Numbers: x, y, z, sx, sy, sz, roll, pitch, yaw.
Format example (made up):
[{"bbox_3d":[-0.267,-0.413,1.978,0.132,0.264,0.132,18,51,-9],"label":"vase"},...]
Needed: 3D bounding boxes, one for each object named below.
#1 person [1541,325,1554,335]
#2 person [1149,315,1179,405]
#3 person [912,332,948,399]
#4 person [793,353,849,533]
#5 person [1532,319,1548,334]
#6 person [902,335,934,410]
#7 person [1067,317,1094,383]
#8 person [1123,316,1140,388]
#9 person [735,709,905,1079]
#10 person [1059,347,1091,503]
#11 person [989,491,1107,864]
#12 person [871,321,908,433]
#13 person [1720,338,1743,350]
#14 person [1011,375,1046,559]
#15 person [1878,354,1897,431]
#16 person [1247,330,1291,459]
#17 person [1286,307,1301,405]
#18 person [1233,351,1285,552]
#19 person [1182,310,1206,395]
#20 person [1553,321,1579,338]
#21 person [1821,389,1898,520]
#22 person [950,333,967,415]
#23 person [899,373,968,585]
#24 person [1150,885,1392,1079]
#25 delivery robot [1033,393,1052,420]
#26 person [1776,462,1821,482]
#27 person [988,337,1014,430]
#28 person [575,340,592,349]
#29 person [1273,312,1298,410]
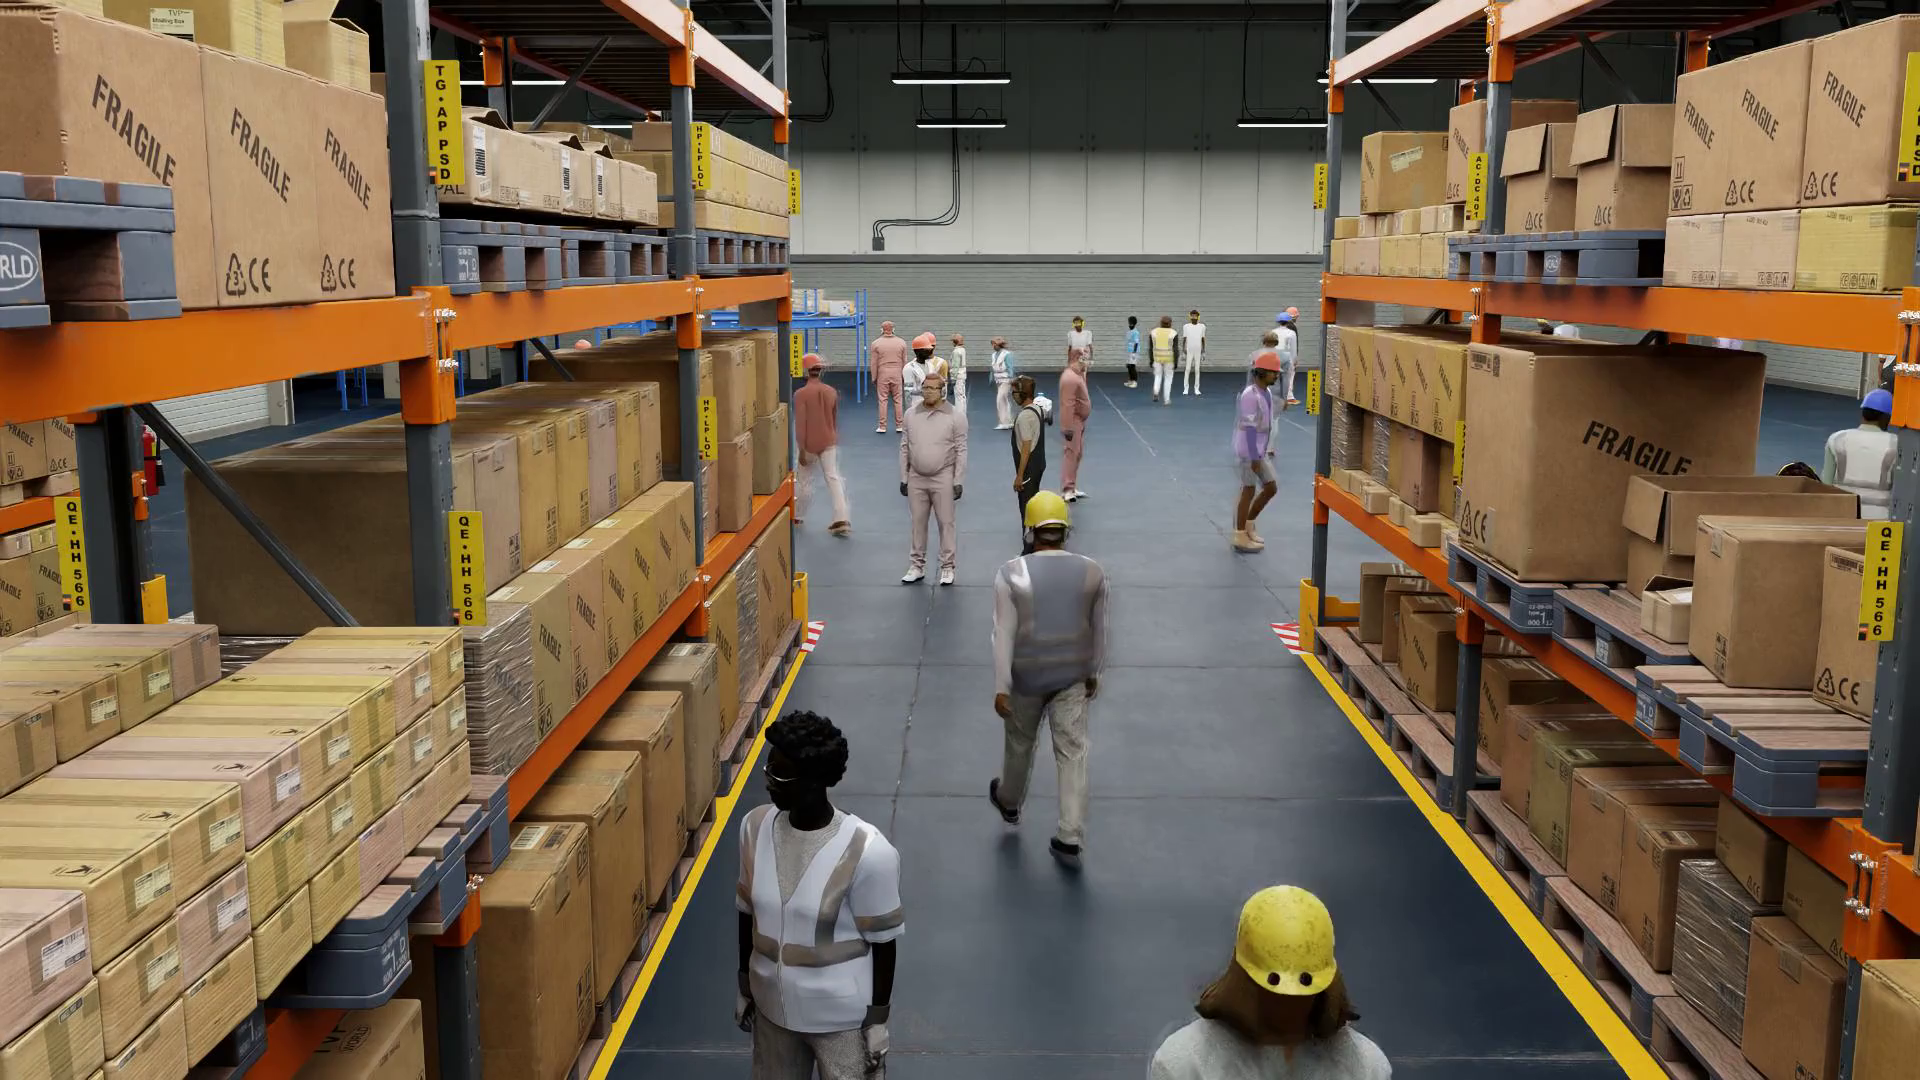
[{"bbox_3d":[9.659,-2.636,27.644,0.961,1.877,0.591,-9,13,-42],"label":"person"},{"bbox_3d":[4.190,-3.685,34.067,0.643,1.821,0.450,4,10,24],"label":"person"},{"bbox_3d":[-0.445,-1.906,23.067,0.544,1.939,0.354,3,10,17],"label":"person"},{"bbox_3d":[-1.544,-1.049,17.970,0.622,1.931,1.105,-7,12,-37],"label":"person"},{"bbox_3d":[12.672,-4.029,36.398,0.519,1.745,0.707,7,12,36],"label":"person"},{"bbox_3d":[-0.510,-1.730,22.003,0.347,1.942,0.549,8,12,39],"label":"person"},{"bbox_3d":[2.434,-3.607,33.651,0.532,1.809,1.002,1,10,4],"label":"person"},{"bbox_3d":[3.976,-4.359,38.572,0.337,1.660,0.667,-2,10,-14],"label":"person"},{"bbox_3d":[-0.408,1.293,4.618,0.540,1.698,0.317,6,11,30],"label":"person"},{"bbox_3d":[1.392,-1.406,20.296,0.392,1.877,0.891,1,10,6],"label":"person"},{"bbox_3d":[0.418,0.640,8.272,0.623,1.778,0.934,-3,10,-16],"label":"person"},{"bbox_3d":[-1.217,-2.778,28.404,0.638,1.903,0.409,-2,10,-14],"label":"person"},{"bbox_3d":[14.706,-3.331,31.839,0.660,1.867,0.983,-8,13,-40],"label":"person"},{"bbox_3d":[0.632,-0.642,15.792,0.345,1.840,0.504,3,10,18],"label":"person"},{"bbox_3d":[15.471,-2.655,27.373,0.676,2.000,0.536,5,11,27],"label":"person"},{"bbox_3d":[4.538,-2.141,24.552,0.633,1.918,0.779,3,10,19],"label":"person"},{"bbox_3d":[6.795,-3.803,34.262,0.384,1.992,0.622,-3,10,-17],"label":"person"},{"bbox_3d":[3.001,-0.890,16.743,0.483,2.020,0.650,6,11,32],"label":"person"},{"bbox_3d":[5.149,-4.129,36.605,0.521,1.865,0.319,0,9,2],"label":"person"},{"bbox_3d":[13.615,-4.235,37.494,0.597,1.788,0.957,1,9,3],"label":"person"},{"bbox_3d":[7.033,-0.217,13.001,0.620,1.919,0.541,6,11,31],"label":"person"},{"bbox_3d":[-0.033,-2.877,29.776,0.310,1.640,0.514,2,10,14],"label":"person"},{"bbox_3d":[-0.258,-0.546,15.061,0.649,1.920,0.415,3,10,18],"label":"person"},{"bbox_3d":[0.611,1.486,3.435,0.491,1.713,0.768,1,9,3],"label":"person"},{"bbox_3d":[1.462,-2.416,30.106,0.477,0.478,0.707,2,10,10],"label":"delivery robot"},{"bbox_3d":[4.367,0.511,8.816,0.531,1.864,0.310,1,10,4],"label":"person"},{"bbox_3d":[0.683,-2.709,28.811,0.594,1.612,0.539,-5,11,-30],"label":"person"},{"bbox_3d":[-4.691,-1.539,20.870,0.543,1.939,0.371,0,9,-3],"label":"person"},{"bbox_3d":[6.348,-3.520,32.744,0.616,1.932,0.458,8,13,41],"label":"person"}]
